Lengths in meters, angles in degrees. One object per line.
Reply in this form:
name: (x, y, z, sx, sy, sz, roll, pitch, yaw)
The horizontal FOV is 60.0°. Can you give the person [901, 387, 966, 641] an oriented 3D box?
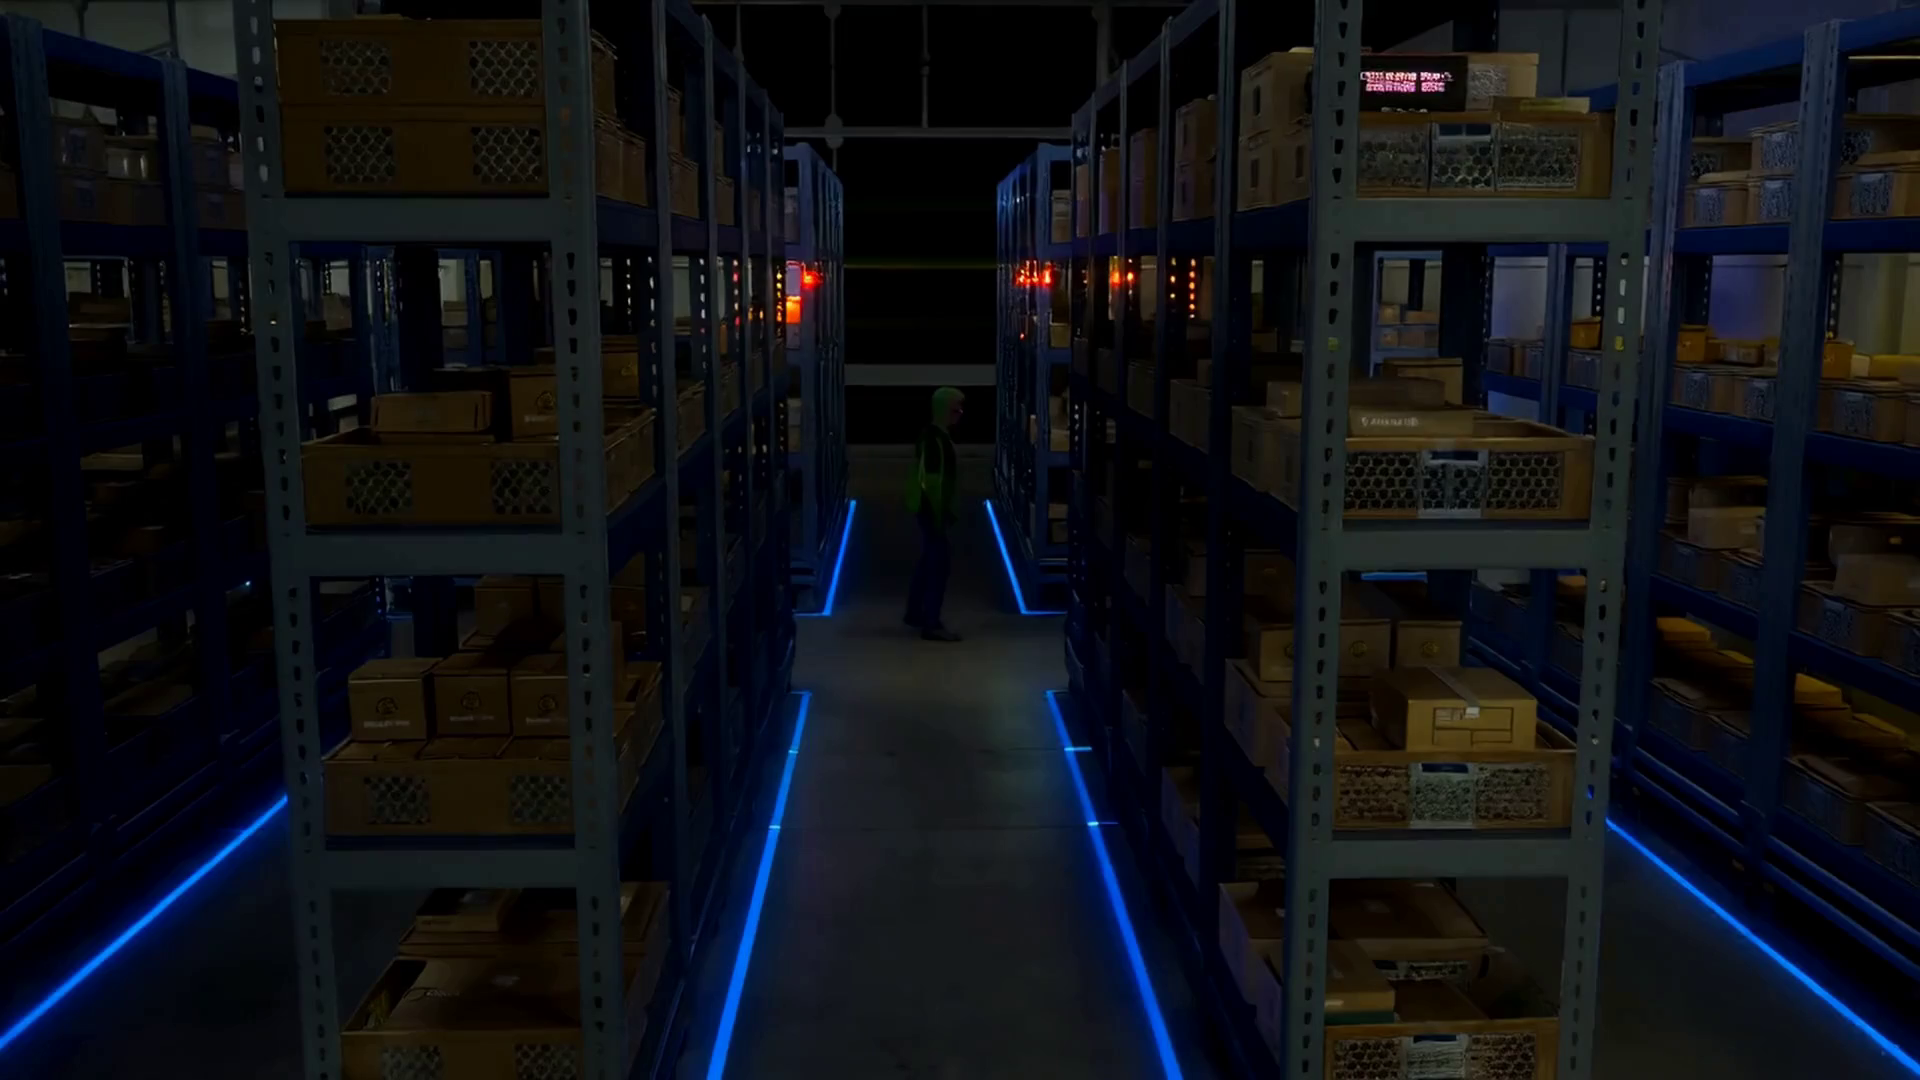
person: (-0.209, -0.192, 12.021, 0.509, 1.824, 0.706, 0, 9, 2)
